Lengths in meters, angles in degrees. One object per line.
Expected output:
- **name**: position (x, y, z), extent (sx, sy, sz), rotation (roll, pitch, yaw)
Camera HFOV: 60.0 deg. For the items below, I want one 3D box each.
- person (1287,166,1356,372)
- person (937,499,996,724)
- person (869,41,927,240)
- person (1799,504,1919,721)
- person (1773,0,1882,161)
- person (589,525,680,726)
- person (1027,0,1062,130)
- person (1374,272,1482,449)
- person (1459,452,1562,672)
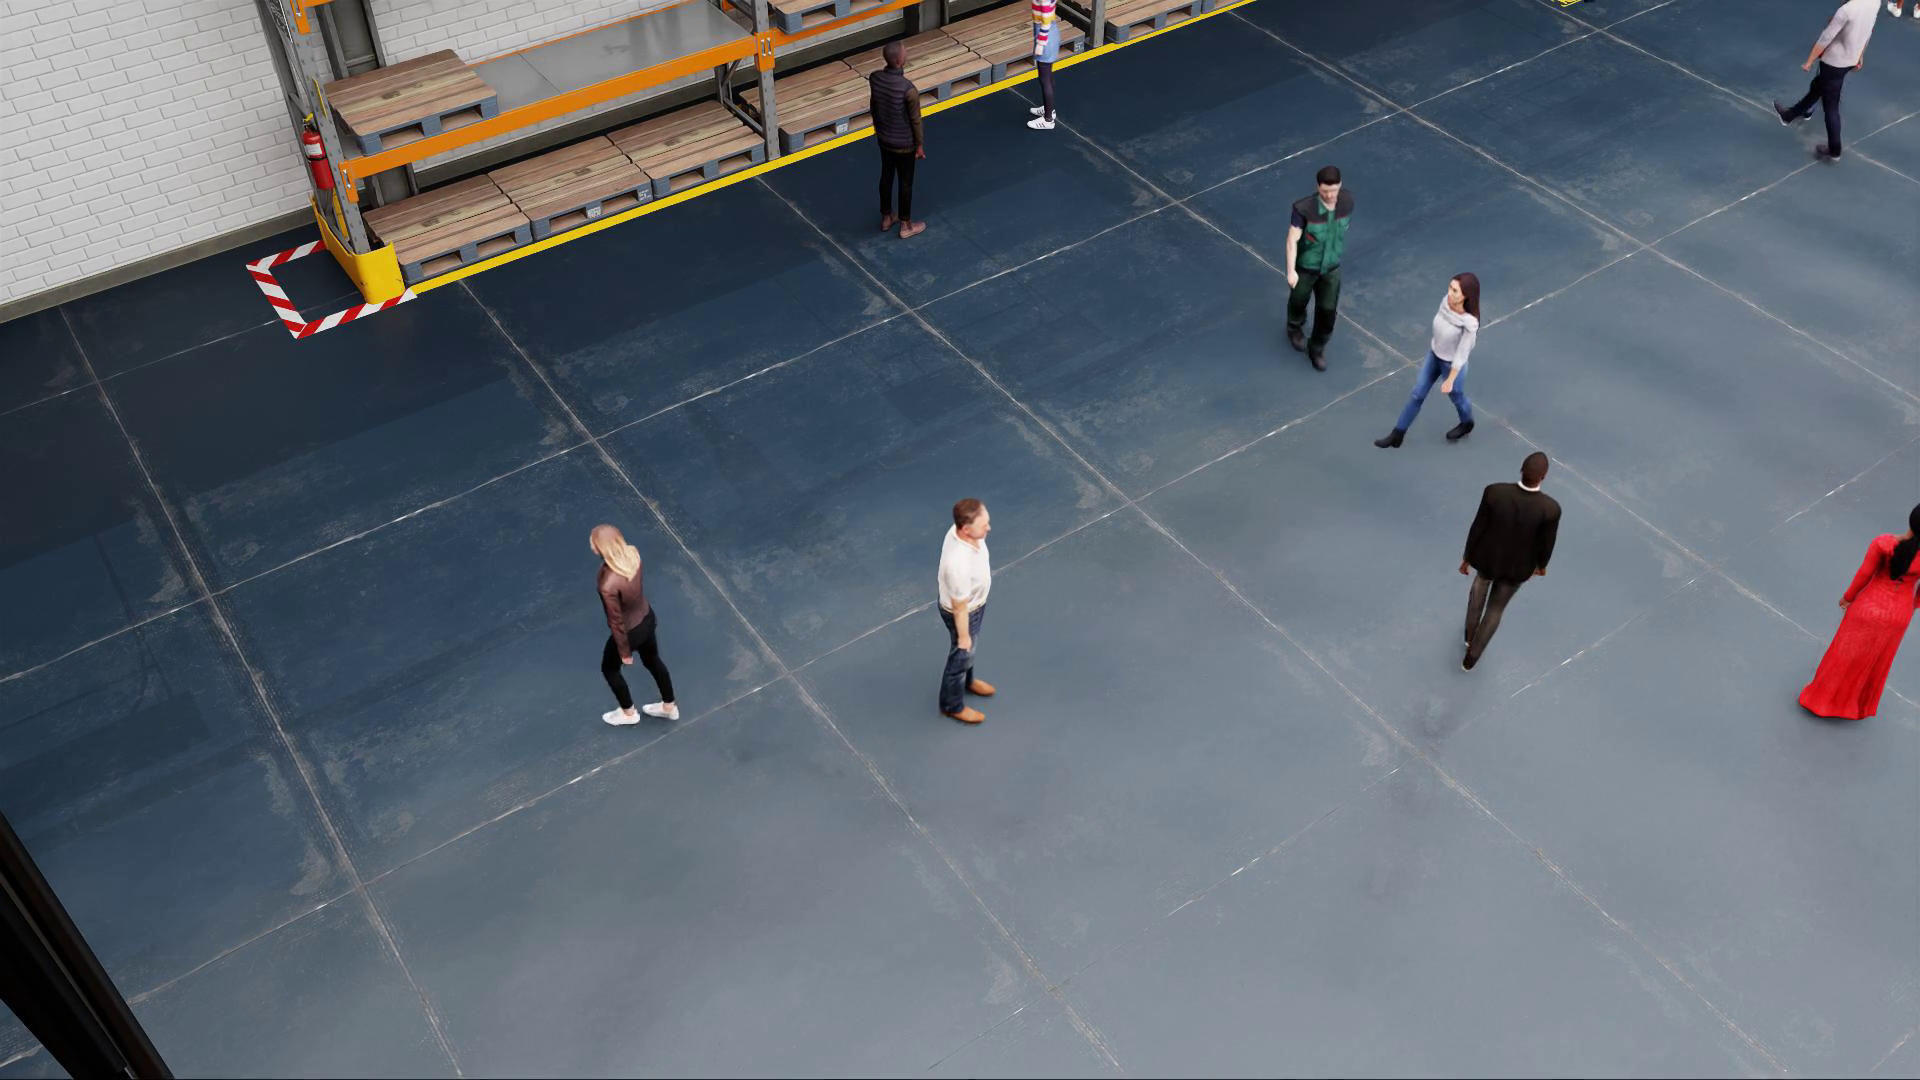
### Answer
- **person**: position (2.834, -2.260, 13.275), extent (0.957, 1.846, 0.966), rotation (-14, 45, -14)
- **person**: position (0.001, 0.420, 10.463), extent (0.812, 1.846, 0.744), rotation (8, 44, 9)
- **person**: position (-0.559, -3.522, 14.608), extent (0.760, 1.836, 0.668), rotation (29, 51, 27)
- **person**: position (5.784, 0.453, 10.474), extent (0.748, 1.783, 0.802), rotation (9, 44, 9)
- **person**: position (8.299, -4.422, 15.588), extent (1.154, 1.787, 0.841), rotation (-19, 47, -19)
- **person**: position (-1.981, 0.575, 10.417), extent (0.851, 1.684, 0.791), rotation (13, 45, 14)
- **person**: position (0.834, -4.825, 15.996), extent (0.768, 1.808, 0.699), rotation (8, 44, 9)
- **person**: position (3.731, -1.322, 12.481), extent (1.135, 1.584, 0.827), rotation (-13, 45, -13)
- **person**: position (3.491, 0.195, 10.743), extent (0.812, 1.784, 0.854), rotation (21, 48, 21)
